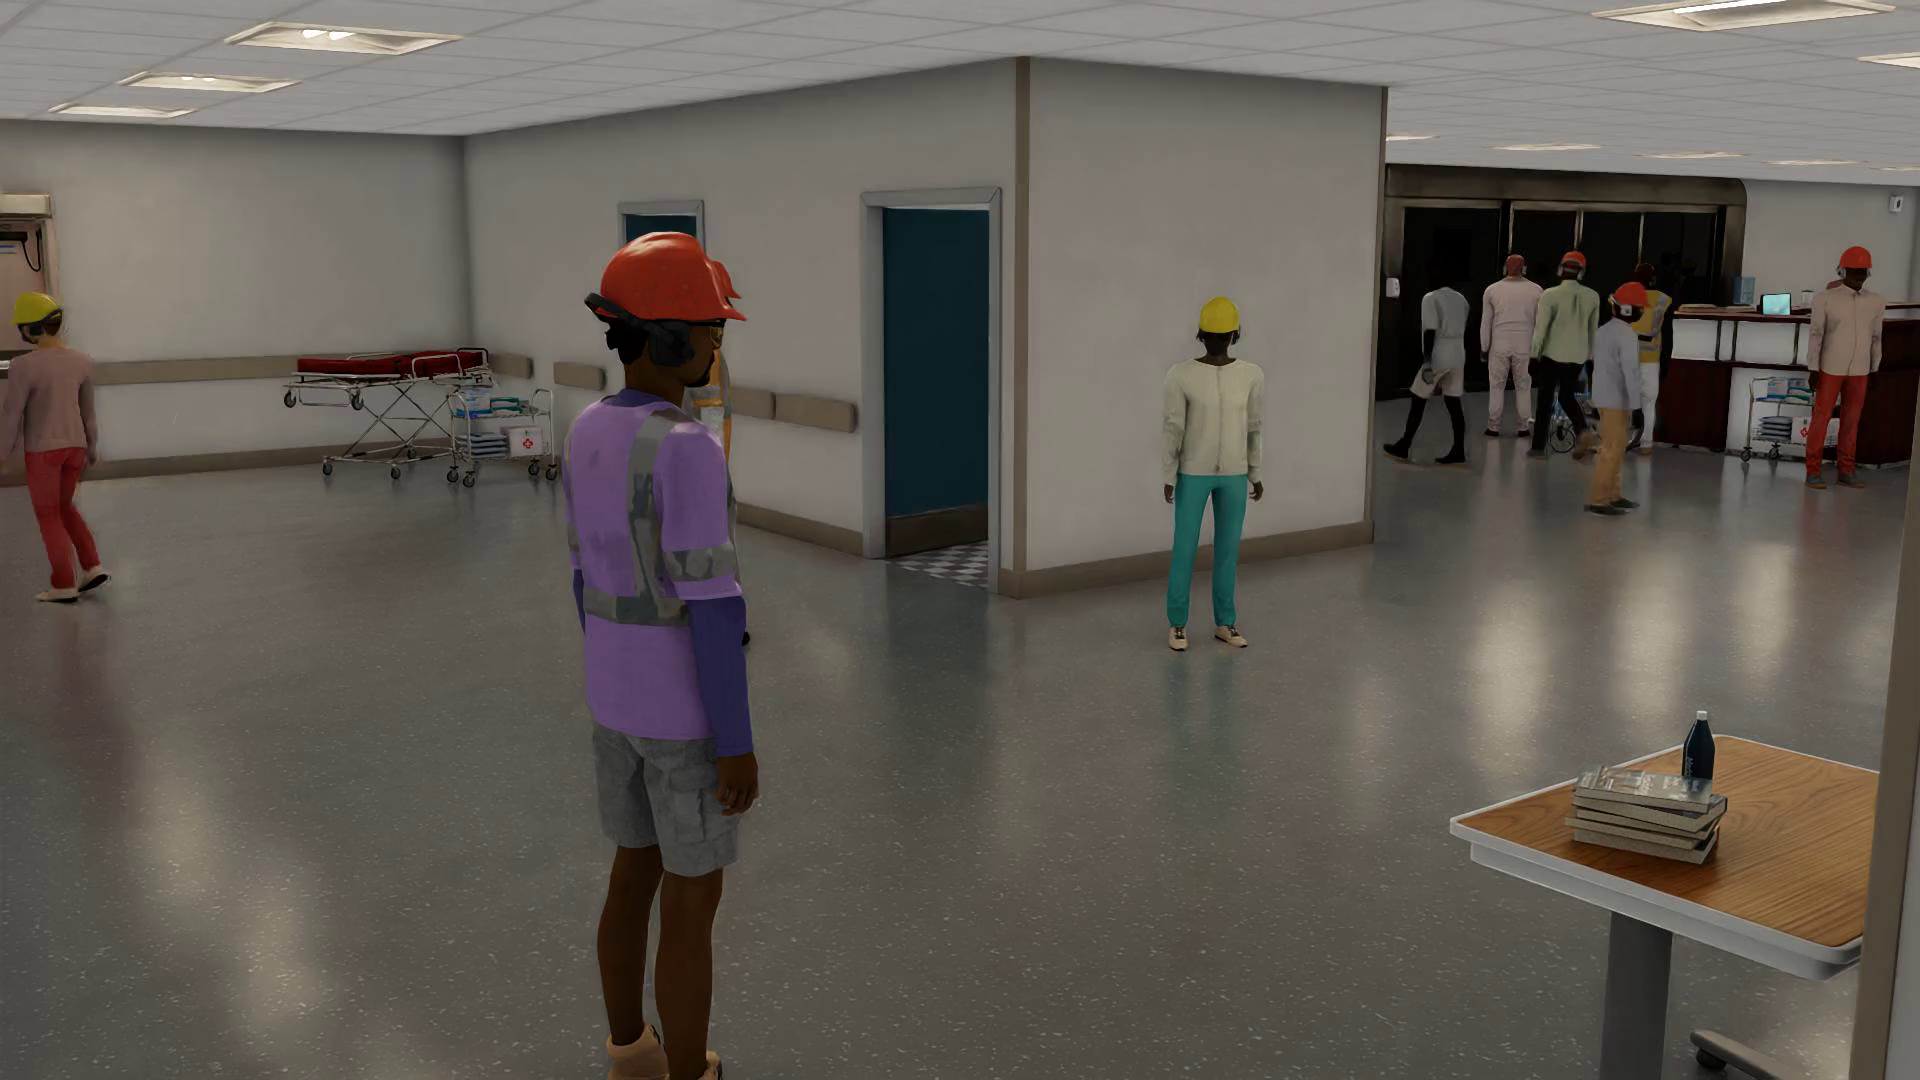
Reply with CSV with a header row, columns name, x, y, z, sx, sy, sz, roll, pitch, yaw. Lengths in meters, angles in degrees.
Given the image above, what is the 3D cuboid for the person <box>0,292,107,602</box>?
name,x,y,z,sx,sy,sz,roll,pitch,yaw
person,-5.112,-0.509,9.340,0.361,1.744,0.548,3,11,16

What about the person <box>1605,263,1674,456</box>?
name,x,y,z,sx,sy,sz,roll,pitch,yaw
person,6.472,-1.719,15.908,0.625,1.838,0.430,5,11,25

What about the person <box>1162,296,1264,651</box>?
name,x,y,z,sx,sy,sz,roll,pitch,yaw
person,1.262,-0.323,8.269,0.533,1.765,0.321,-2,10,-12

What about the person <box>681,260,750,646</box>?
name,x,y,z,sx,sy,sz,roll,pitch,yaw
person,-1.270,-0.430,8.384,0.373,1.934,0.551,-5,11,-24

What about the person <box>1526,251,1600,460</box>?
name,x,y,z,sx,sy,sz,roll,pitch,yaw
person,5.637,-1.693,15.422,0.695,1.951,0.653,-2,10,-13

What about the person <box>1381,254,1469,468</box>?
name,x,y,z,sx,sy,sz,roll,pitch,yaw
person,4.296,-1.632,15.179,0.685,1.909,0.942,-7,12,-36

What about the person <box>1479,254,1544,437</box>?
name,x,y,z,sx,sy,sz,roll,pitch,yaw
person,5.779,-2.031,17.444,0.651,1.904,0.403,2,10,10

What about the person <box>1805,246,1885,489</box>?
name,x,y,z,sx,sy,sz,roll,pitch,yaw
person,7.299,-1.413,13.729,0.608,1.995,0.376,0,10,-2

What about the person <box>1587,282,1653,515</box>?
name,x,y,z,sx,sy,sz,roll,pitch,yaw
person,4.979,-1.043,12.404,0.624,1.731,0.581,0,10,1

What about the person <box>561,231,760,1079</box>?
name,x,y,z,sx,sy,sz,roll,pitch,yaw
person,-0.634,0.355,3.690,0.371,2.044,0.608,-8,13,-38
